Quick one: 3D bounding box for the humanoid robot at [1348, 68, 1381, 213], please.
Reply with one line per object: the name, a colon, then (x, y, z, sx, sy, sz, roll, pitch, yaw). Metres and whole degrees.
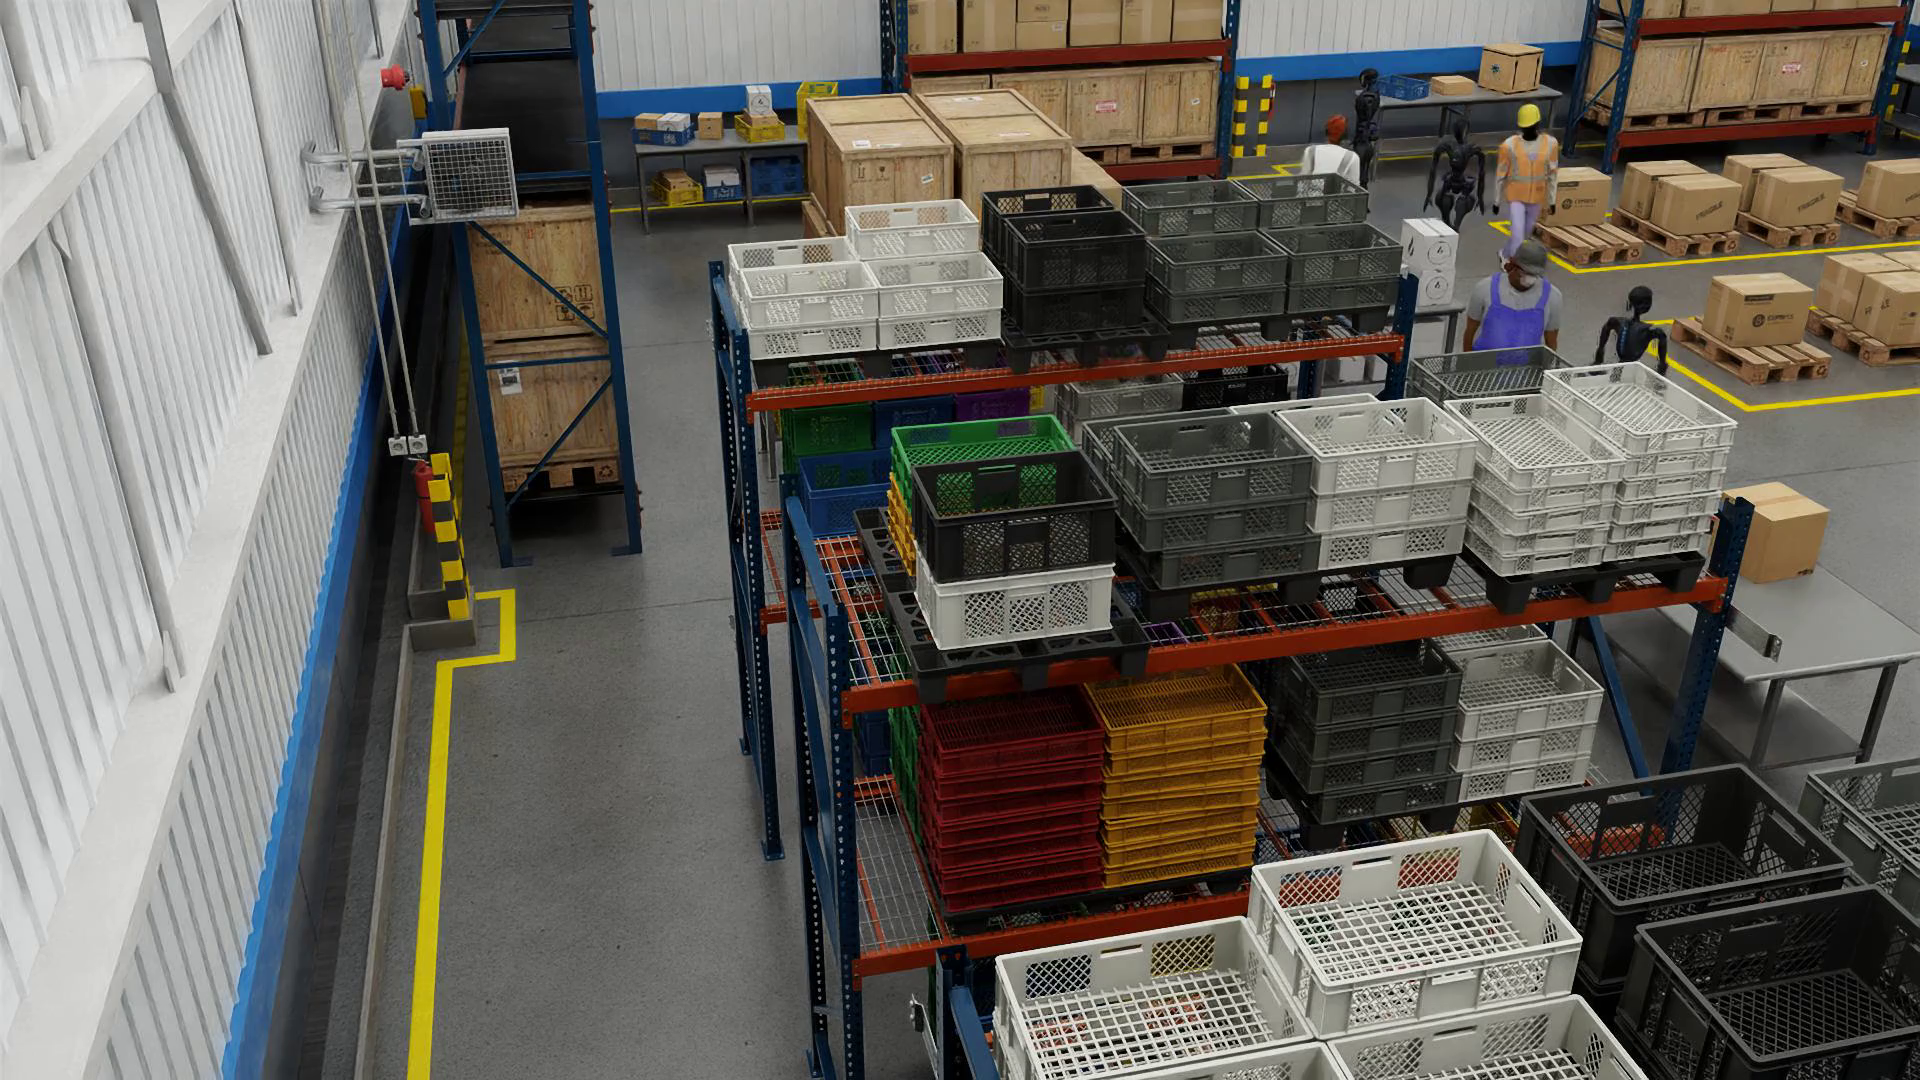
humanoid robot: (4.693, -4.642, 19.331, 0.315, 1.653, 0.602, 3, 28, 6)

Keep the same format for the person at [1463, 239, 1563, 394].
person: (4.164, -1.331, 12.674, 0.683, 2.000, 0.536, 8, 29, 16)

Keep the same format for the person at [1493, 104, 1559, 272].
person: (5.767, -3.529, 17.012, 0.598, 1.872, 0.905, -1, 28, -2)

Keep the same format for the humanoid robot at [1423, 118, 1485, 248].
humanoid robot: (5.247, -3.671, 17.566, 0.595, 1.635, 0.795, 17, 32, 29)

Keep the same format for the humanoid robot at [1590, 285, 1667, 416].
humanoid robot: (5.041, -1.131, 12.708, 0.654, 1.638, 0.582, -17, 32, -29)

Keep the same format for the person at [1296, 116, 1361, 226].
person: (3.708, -3.330, 16.685, 0.593, 1.829, 0.982, 18, 33, 30)

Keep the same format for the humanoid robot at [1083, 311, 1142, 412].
humanoid robot: (1.254, -1.340, 13.113, 0.621, 1.622, 0.759, -3, 28, -6)
